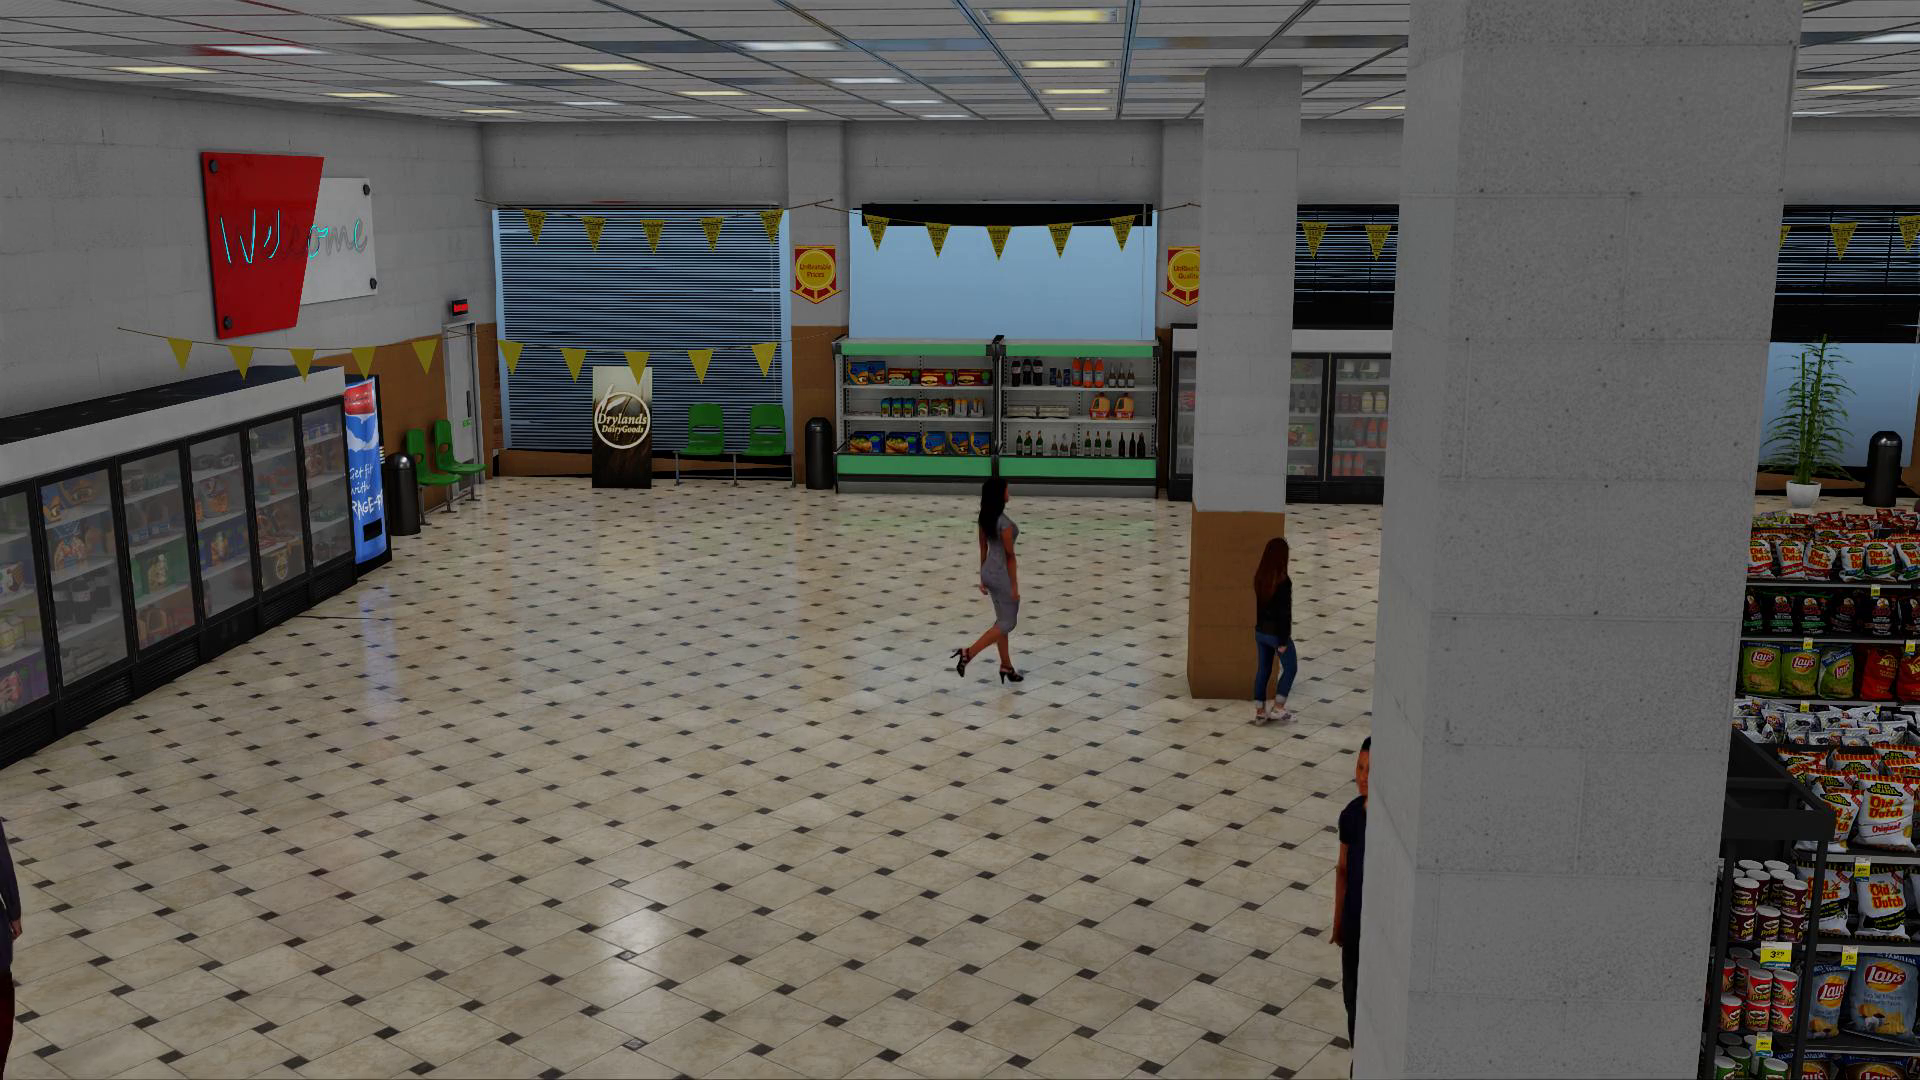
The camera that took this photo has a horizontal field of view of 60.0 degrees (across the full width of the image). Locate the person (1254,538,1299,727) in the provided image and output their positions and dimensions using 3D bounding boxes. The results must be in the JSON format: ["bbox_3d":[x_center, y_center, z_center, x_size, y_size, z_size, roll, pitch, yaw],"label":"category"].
[{"bbox_3d":[2.358,0.721,12.783,0.718,1.473,0.668,-8,15,-35],"label":"person"}]

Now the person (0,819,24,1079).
[{"bbox_3d":[-4.404,1.753,7.351,0.972,1.692,0.958,-7,14,-29],"label":"person"}]

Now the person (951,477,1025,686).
[{"bbox_3d":[0.254,0.380,13.696,1.032,1.764,0.899,-7,14,-29],"label":"person"}]

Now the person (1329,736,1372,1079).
[{"bbox_3d":[1.921,1.701,7.377,0.959,1.783,0.902,-10,16,-40],"label":"person"}]
